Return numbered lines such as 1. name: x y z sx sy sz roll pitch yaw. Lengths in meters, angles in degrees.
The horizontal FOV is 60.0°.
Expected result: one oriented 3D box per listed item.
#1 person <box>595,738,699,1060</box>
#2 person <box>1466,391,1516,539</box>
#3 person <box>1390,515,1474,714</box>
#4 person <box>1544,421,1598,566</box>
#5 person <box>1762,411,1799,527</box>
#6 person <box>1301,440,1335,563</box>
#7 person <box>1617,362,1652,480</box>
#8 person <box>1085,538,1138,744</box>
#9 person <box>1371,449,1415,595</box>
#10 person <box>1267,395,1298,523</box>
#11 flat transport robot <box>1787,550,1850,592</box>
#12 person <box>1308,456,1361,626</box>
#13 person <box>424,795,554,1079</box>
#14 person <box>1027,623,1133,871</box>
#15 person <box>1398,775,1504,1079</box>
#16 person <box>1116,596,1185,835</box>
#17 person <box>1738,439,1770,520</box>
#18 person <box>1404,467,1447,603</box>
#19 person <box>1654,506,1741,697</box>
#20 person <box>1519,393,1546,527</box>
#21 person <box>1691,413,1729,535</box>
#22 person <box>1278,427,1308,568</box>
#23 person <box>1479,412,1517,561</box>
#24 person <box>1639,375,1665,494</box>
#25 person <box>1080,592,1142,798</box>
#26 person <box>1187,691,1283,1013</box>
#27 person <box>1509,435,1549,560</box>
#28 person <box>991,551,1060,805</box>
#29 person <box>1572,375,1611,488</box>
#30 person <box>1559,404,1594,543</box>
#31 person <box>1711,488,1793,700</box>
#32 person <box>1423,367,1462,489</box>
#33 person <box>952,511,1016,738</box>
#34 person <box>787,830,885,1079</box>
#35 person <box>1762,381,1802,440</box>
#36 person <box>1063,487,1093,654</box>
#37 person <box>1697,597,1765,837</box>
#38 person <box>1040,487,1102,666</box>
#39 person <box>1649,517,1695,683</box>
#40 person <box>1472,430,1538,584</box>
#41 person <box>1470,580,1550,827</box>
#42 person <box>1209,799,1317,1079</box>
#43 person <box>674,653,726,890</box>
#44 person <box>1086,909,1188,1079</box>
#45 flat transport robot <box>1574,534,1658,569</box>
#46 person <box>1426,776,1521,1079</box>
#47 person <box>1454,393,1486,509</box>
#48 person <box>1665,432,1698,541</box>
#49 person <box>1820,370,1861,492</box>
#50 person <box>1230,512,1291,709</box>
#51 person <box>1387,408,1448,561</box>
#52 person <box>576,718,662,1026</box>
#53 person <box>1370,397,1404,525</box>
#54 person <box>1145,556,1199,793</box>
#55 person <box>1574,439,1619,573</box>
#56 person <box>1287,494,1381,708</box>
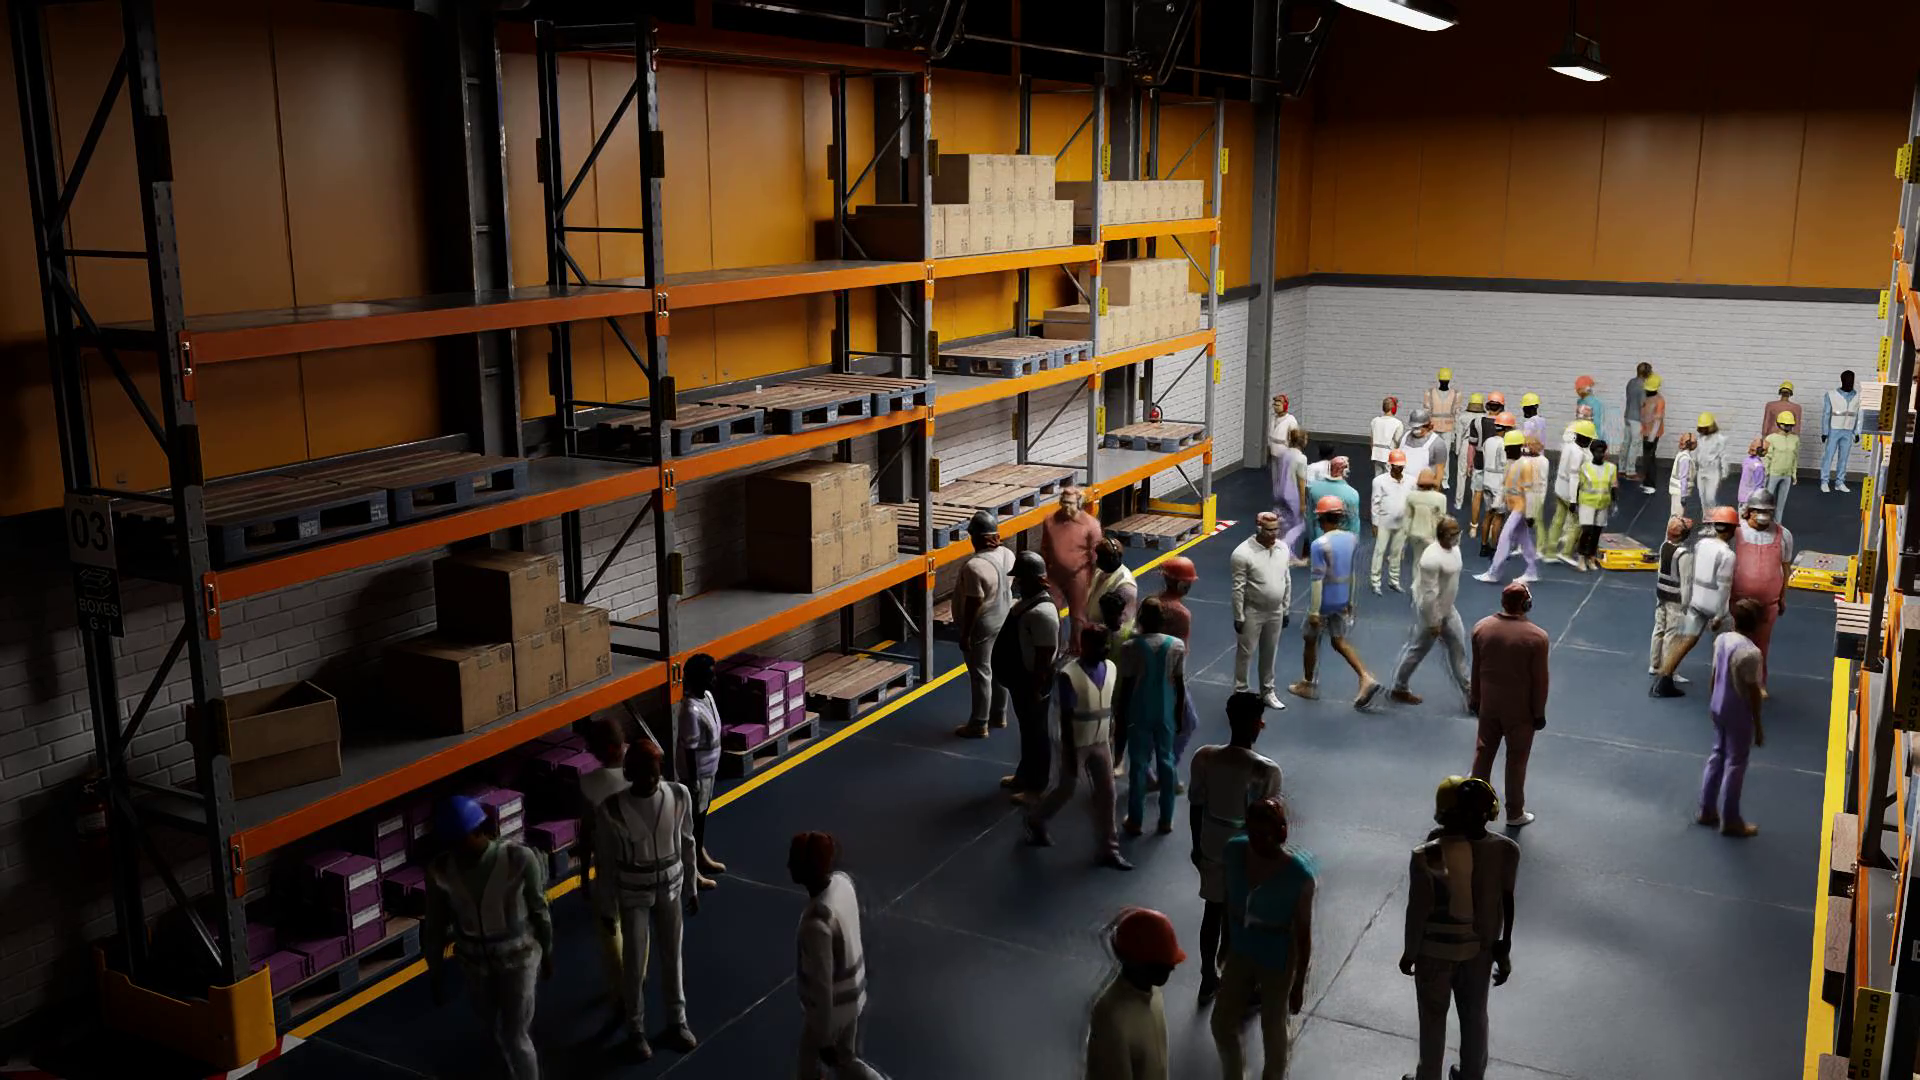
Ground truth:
1. person: -1.766 2.021 9.440 0.584 1.879 0.370 -8 15 -31
2. person: 7.233 -1.015 22.697 0.612 2.029 0.407 4 13 17
3. person: 4.481 0.686 15.416 1.043 1.876 0.634 11 16 40
4. person: 7.754 -0.592 21.128 0.546 1.888 0.722 0 13 1
5. person: 11.190 -0.887 22.701 0.529 1.768 0.312 -3 13 -13
6. person: 4.547 -0.428 20.909 0.589 1.649 0.754 -3 13 -13
7. person: 10.990 -1.930 27.018 0.373 1.932 0.628 -1 13 -3
8. person: 1.321 0.878 14.661 0.429 1.836 0.631 -4 13 -16
9. person: 5.143 -0.219 19.736 0.564 1.752 0.338 -3 13 -14
10. person: 4.620 -1.167 23.800 0.385 1.836 0.563 -5 13 -19
11. flat transport robot: 10.604 0.373 20.436 0.652 0.197 1.431 8 15 31
12. person: 4.146 0.014 18.384 0.396 1.899 0.667 -11 17 -40
13. person: -2.441 2.188 8.636 0.618 1.896 0.649 1 13 3
14. person: 0.867 1.457 12.114 0.574 1.814 0.878 -10 16 -39
15. person: 2.634 2.155 8.952 0.600 1.821 0.404 -4 13 -16
16. person: 1.444 1.328 12.605 0.516 1.843 0.325 -2 13 -8
17. person: 10.099 -0.489 21.230 0.318 1.631 0.524 1 13 5
18. person: 5.337 -0.034 19.208 0.519 1.614 0.572 11 17 41
19. person: 7.133 0.607 15.801 0.985 1.880 0.533 -4 13 -16
20. person: 7.986 -1.104 23.353 0.399 1.913 0.591 10 16 38
21. person: 10.288 -0.905 22.900 0.453 1.703 0.515 -8 15 -31
22. person: 4.175 -0.524 20.948 0.500 1.832 0.537 -6 14 -25
23. person: 6.963 -0.693 21.487 0.388 1.926 0.549 -3 13 -15
24. person: 10.742 -1.670 25.972 0.388 1.879 0.755 1 13 3
25. person: 1.233 1.224 13.512 0.541 1.654 0.852 2 13 9
26. person: 1.660 1.855 9.974 0.612 1.962 0.363 9 16 36
27. person: 7.405 -0.563 21.587 0.309 1.621 0.511 -8 15 -32
28. person: 0.516 1.080 13.272 0.538 2.000 0.684 -2 13 -9
29. person: 9.552 -1.522 25.109 0.735 1.961 0.671 -1 13 -6
30. person: 8.336 -0.889 22.429 0.399 1.897 0.652 10 16 37
31. person: 7.521 0.514 15.807 0.688 2.000 0.539 3 13 14
32. person: 7.596 -1.766 26.268 0.585 1.930 0.361 3 13 12
33. person: 0.178 0.735 14.819 0.536 2.000 0.677 8 15 33
34. person: -0.560 2.305 8.195 0.753 1.861 0.588 3 13 15
35. person: 12.785 -1.598 25.919 0.535 1.753 0.341 6 14 25
36. person: 1.224 0.318 17.324 0.327 1.761 0.522 6 14 25
37. person: 5.875 1.334 12.587 0.354 1.847 0.509 -2 13 -7
38. person: 1.075 0.395 16.678 0.683 1.885 0.545 6 14 25
39. person: 7.032 0.582 16.396 0.307 1.645 0.520 -1 13 -5
40. person: 6.659 -0.391 20.202 0.939 1.880 0.591 1 13 2
41. person: 4.248 1.249 12.856 0.397 1.901 0.643 -10 16 -39
42. person: 1.532 2.217 8.662 0.604 1.821 0.612 -12 18 -44
43. person: -1.835 1.610 11.699 0.319 1.691 0.536 1 13 5
44. person: 0.852 2.510 7.032 0.928 1.958 0.630 7 14 28
45. flat transport robot: 8.466 0.123 21.554 0.652 0.197 1.431 1 13 2
46. person: 2.683 2.151 8.865 0.511 1.872 0.328 5 14 22
47. person: 7.602 -1.314 24.692 0.494 1.730 0.324 2 13 8
48. person: 9.422 -0.597 21.717 0.316 1.630 0.513 5 13 20
49. person: 13.771 -1.704 26.018 0.596 1.916 0.380 0 13 -1
50. person: 2.808 0.668 15.442 0.643 1.902 0.399 -6 14 -26
51. person: 5.796 -0.689 21.194 0.678 2.000 0.537 11 17 40
52. person: -1.959 1.939 9.967 0.647 1.812 0.773 -9 16 -36
53. person: 6.012 -1.100 23.464 0.389 1.850 0.566 -9 15 -35
54. person: 1.669 1.103 13.340 0.556 1.964 0.693 -5 13 -21
55. person: 7.961 -0.415 20.780 0.541 1.684 0.533 -1 13 -4
56. person: 3.534 0.576 15.617 0.619 2.009 0.893 -9 16 -36
